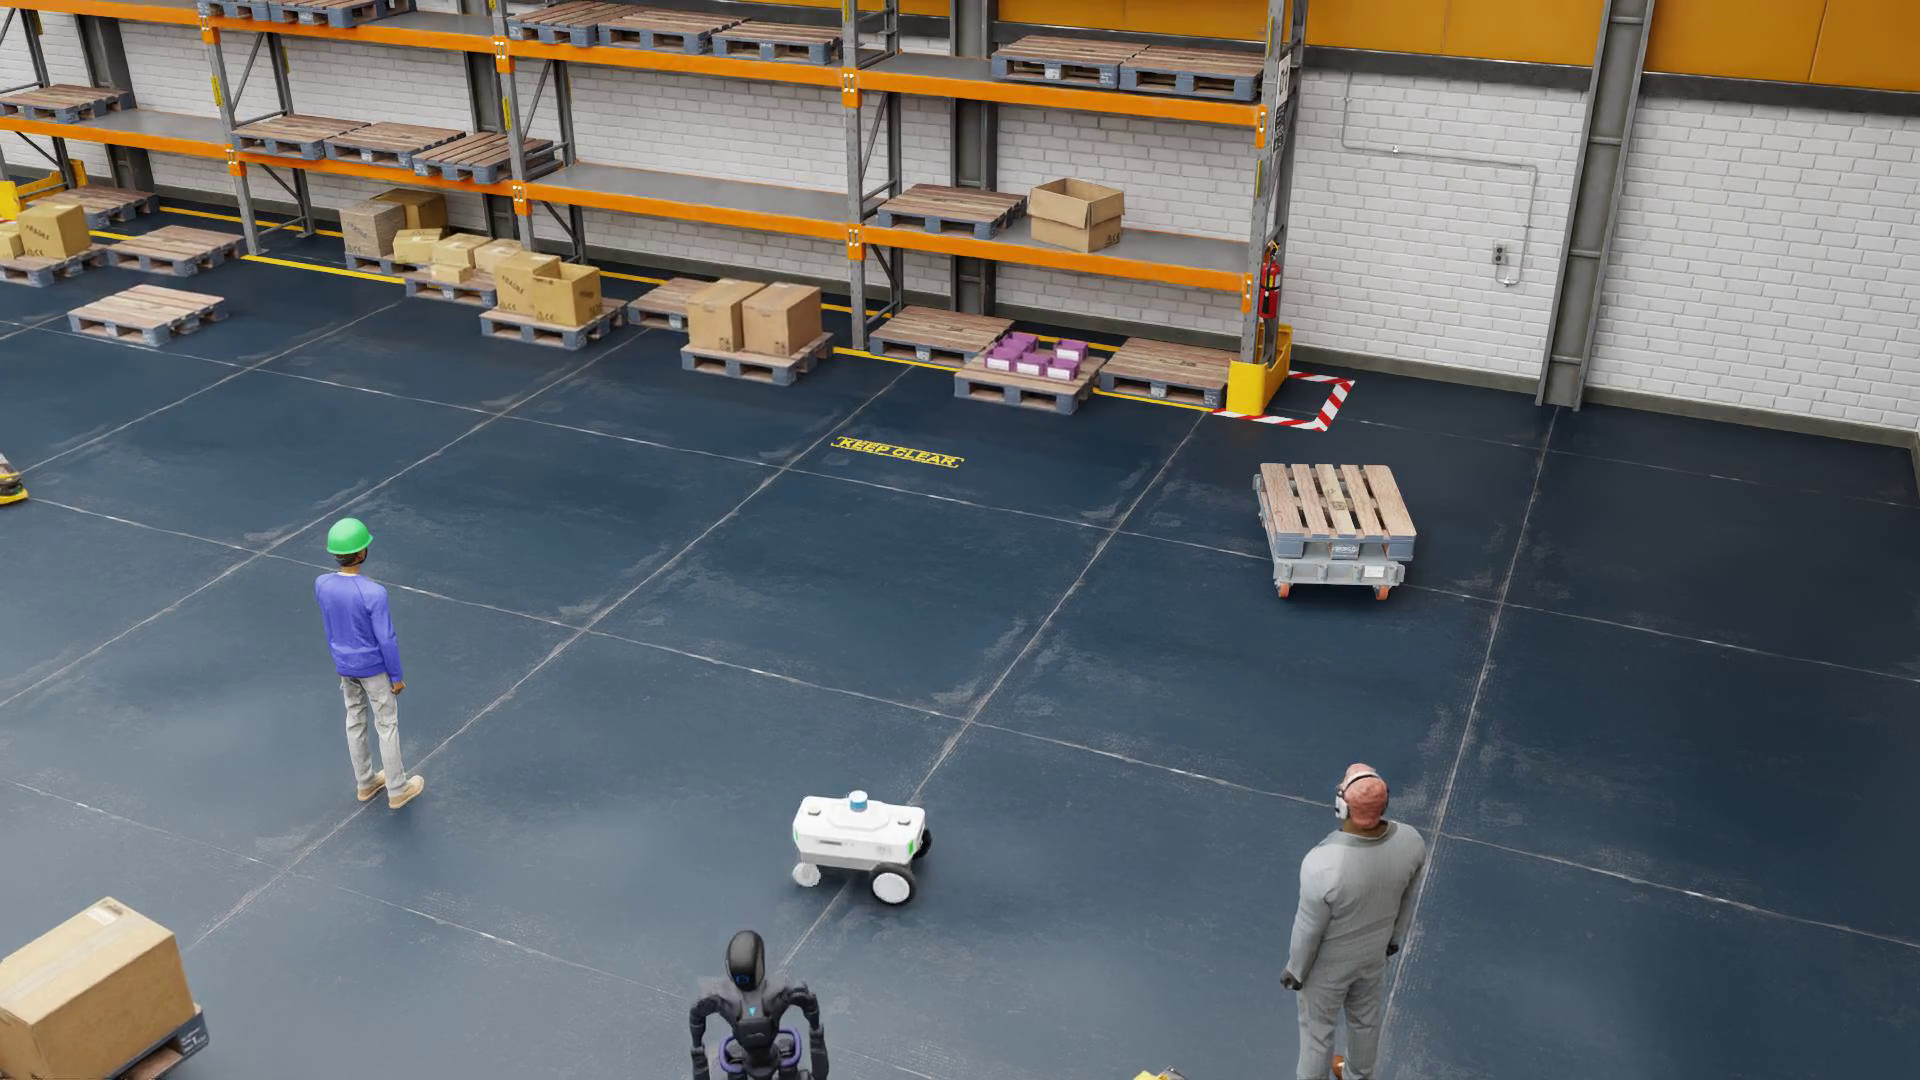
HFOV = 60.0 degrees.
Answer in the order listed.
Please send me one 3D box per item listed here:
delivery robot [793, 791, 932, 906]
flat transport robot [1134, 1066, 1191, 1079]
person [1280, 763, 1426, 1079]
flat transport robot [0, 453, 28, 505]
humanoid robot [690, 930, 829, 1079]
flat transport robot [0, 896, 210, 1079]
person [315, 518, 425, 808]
[{"bbox_3d":[-0.547,1.691,9.353,0.807,0.606,0.499,5,28,9],"label":"delivery robot"},{"bbox_3d":[1.178,2.874,7.359,1.431,0.231,0.659,24,36,38],"label":"flat transport robot"},{"bbox_3d":[1.737,1.843,7.574,0.651,1.905,0.412,-13,30,-23],"label":"person"},{"bbox_3d":[-8.424,-0.560,14.017,0.659,0.231,1.431,-22,35,-36],"label":"flat transport robot"},{"bbox_3d":[-0.812,2.305,6.959,0.610,1.651,0.593,-4,28,-7],"label":"humanoid robot"},{"bbox_3d":[-4.319,2.633,7.827,1.431,0.231,0.659,16,31,28],"label":"flat transport robot"},{"bbox_3d":[-3.483,0.729,9.788,0.452,1.866,0.370,7,28,13],"label":"person"}]
